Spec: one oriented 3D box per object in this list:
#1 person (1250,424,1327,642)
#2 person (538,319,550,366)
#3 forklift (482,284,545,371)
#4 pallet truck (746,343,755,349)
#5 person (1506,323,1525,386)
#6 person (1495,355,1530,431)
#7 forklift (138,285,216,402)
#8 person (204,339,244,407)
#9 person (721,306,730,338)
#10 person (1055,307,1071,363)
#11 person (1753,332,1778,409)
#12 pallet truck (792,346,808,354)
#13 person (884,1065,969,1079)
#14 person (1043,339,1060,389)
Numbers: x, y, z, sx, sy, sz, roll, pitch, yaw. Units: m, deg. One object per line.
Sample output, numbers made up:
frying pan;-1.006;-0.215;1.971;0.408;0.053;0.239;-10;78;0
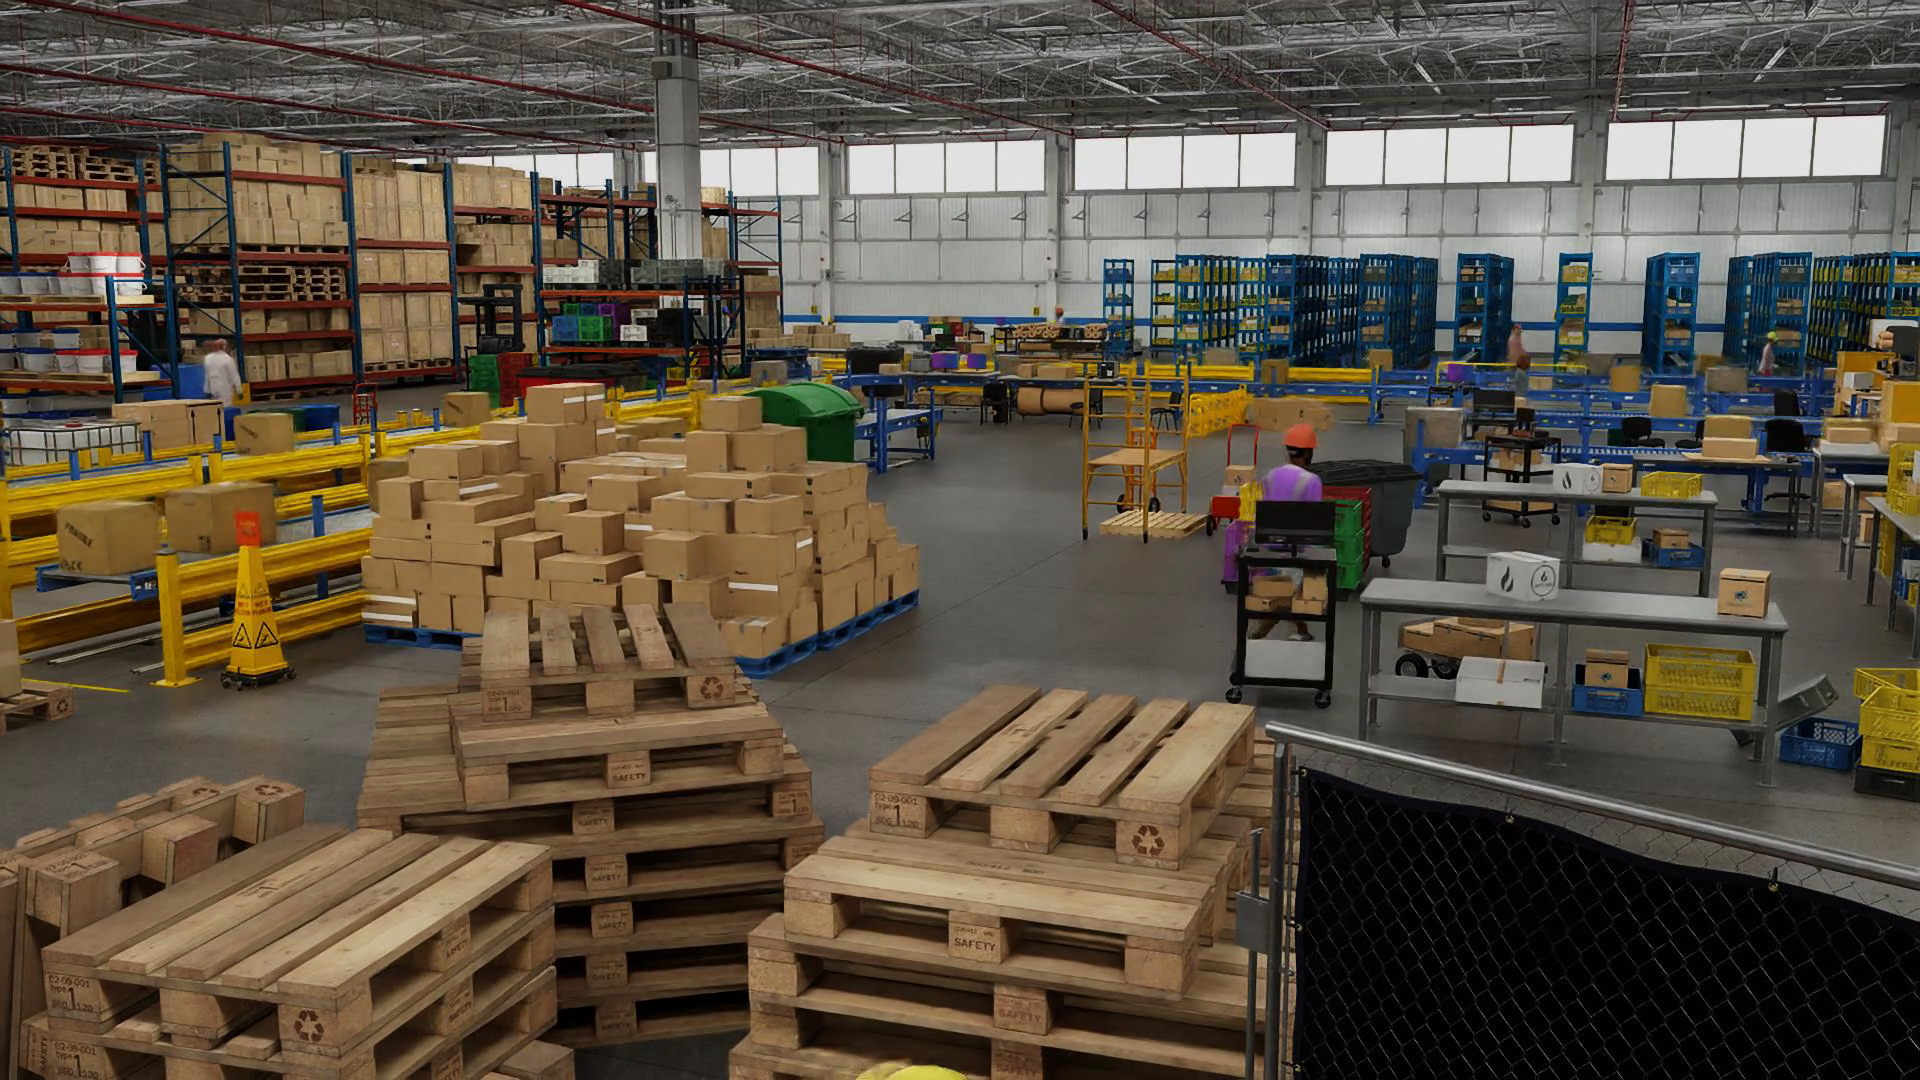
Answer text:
person;2.543;0.044;12.892;0.951;1.895;0.549;-5;10;-29
person;-12.266;-5.648;49.041;0.317;1.769;0.522;-4;10;-26
forklift;-10.832;-4.702;39.610;1.129;2.768;1.873;3;10;20
pallet truck;-6.183;-4.618;44.264;1.601;1.201;0.680;-9;12;-43
person;13.309;-4.245;39.848;0.578;1.888;0.659;3;10;20
person;10.054;-2.538;30.008;0.627;1.618;0.505;1;9;9
forklift;-17.480;-4.200;36.461;1.873;2.768;1.129;3;10;19
person;-13.321;-2.722;30.302;0.683;1.874;0.833;4;10;23
person;-8.352;-7.303;58.860;0.380;1.950;0.602;5;10;27
person;3.213;-6.567;54.122;1.062;1.981;0.639;1;9;4
person;18.421;-3.848;37.802;0.693;1.739;0.547;6;11;32
pallet truck;-3.705;-4.298;42.022;0.653;1.274;1.630;3;10;20
person;-0.005;1.716;2.690;0.799;1.798;0.623;5;10;27
person;2.113;-3.934;38.114;0.428;1.816;0.619;1;9;6
